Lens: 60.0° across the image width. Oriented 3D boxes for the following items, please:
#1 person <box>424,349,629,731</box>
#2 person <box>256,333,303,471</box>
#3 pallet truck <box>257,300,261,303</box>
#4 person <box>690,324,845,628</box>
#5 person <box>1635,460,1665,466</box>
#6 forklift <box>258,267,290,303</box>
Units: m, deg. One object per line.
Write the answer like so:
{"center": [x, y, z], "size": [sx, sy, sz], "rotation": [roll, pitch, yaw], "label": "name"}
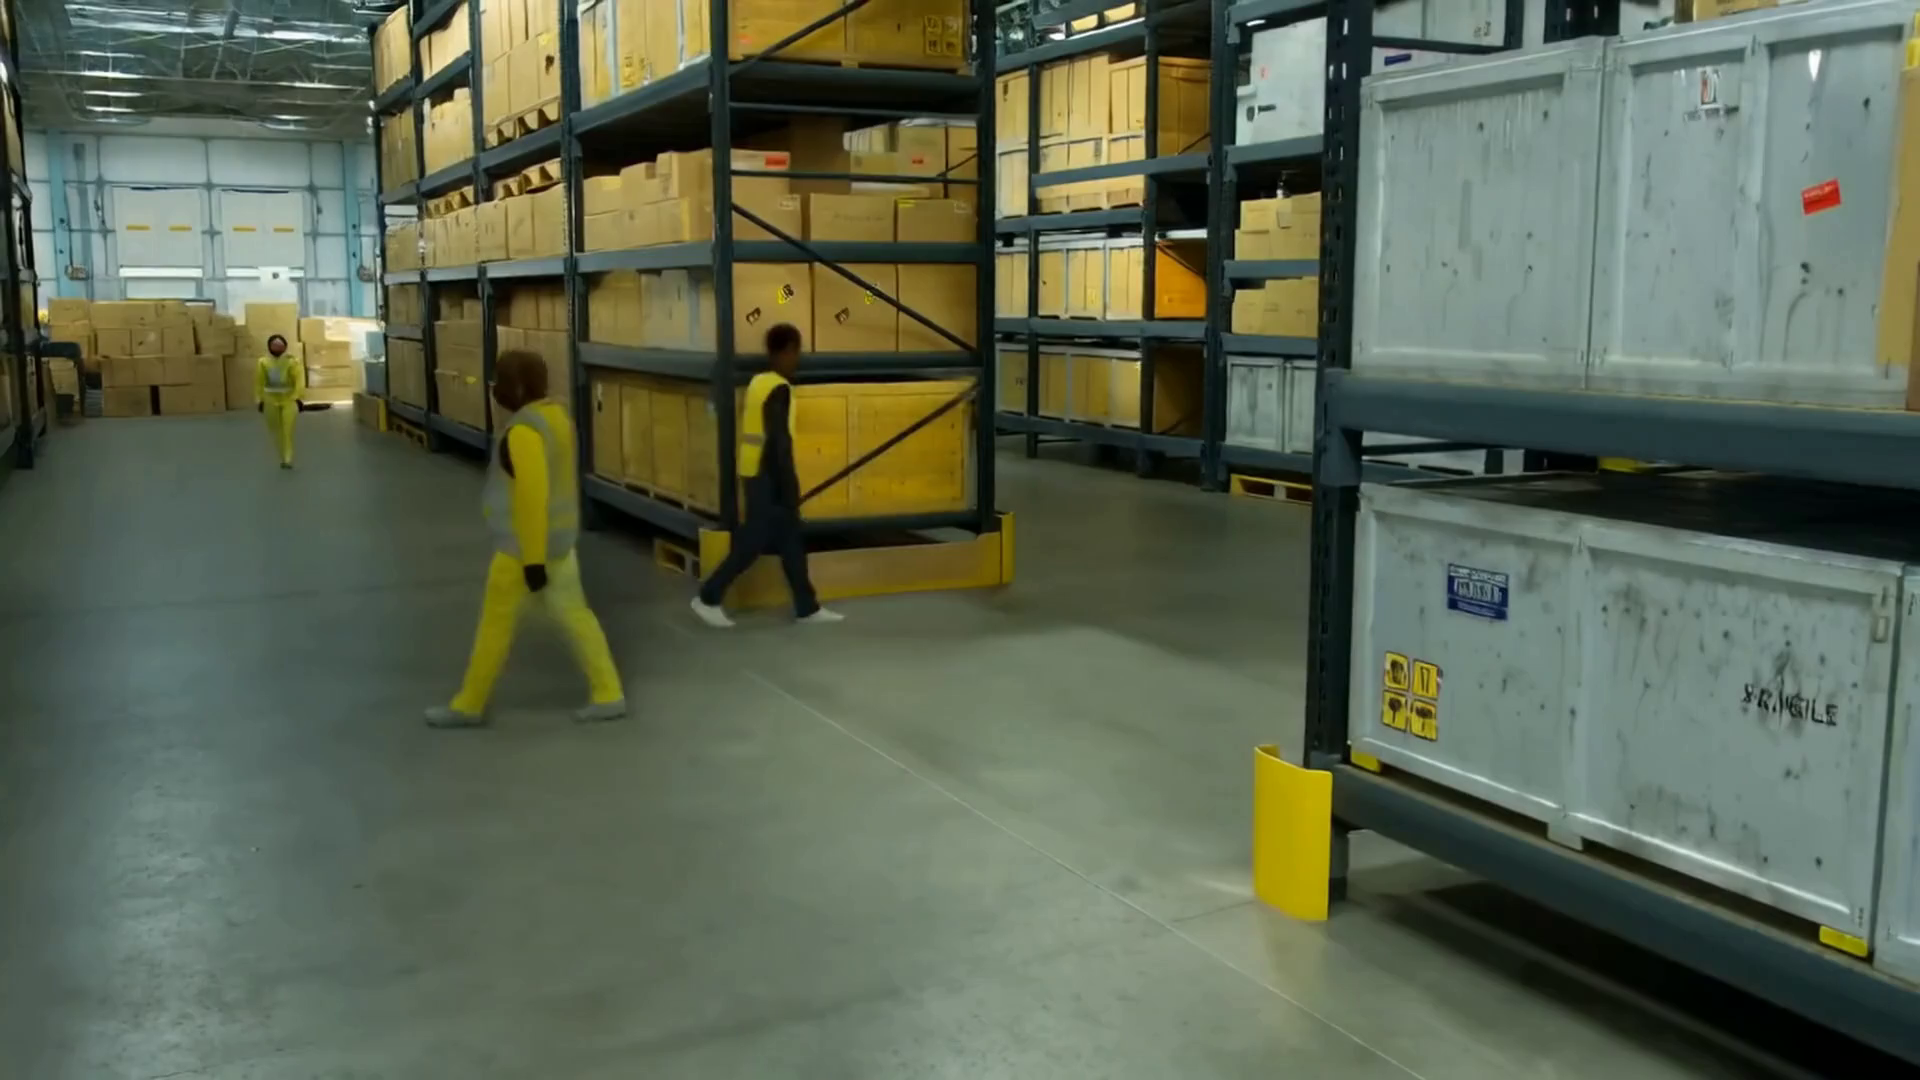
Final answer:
{"center": [-2.013, 0.011, 7.766], "size": [0.959, 1.793, 0.641], "rotation": [0, 8, 3], "label": "person"}
{"center": [-7.978, -1.617, 19.528], "size": [0.516, 1.628, 0.383], "rotation": [-3, 9, -20], "label": "person"}
{"center": [-23.913, -7.404, 58.171], "size": [1.885, 1.965, 0.823], "rotation": [-1, 8, -9], "label": "pallet truck"}
{"center": [-1.213, -0.384, 10.201], "size": [0.929, 1.882, 0.604], "rotation": [-2, 8, -13], "label": "person"}
{"center": [5.228, -0.588, 12.419], "size": [0.284, 1.633, 0.498], "rotation": [-3, 9, -22], "label": "person"}
{"center": [-17.328, -5.529, 42.212], "size": [1.129, 2.768, 1.873], "rotation": [6, 10, 38], "label": "forklift"}
